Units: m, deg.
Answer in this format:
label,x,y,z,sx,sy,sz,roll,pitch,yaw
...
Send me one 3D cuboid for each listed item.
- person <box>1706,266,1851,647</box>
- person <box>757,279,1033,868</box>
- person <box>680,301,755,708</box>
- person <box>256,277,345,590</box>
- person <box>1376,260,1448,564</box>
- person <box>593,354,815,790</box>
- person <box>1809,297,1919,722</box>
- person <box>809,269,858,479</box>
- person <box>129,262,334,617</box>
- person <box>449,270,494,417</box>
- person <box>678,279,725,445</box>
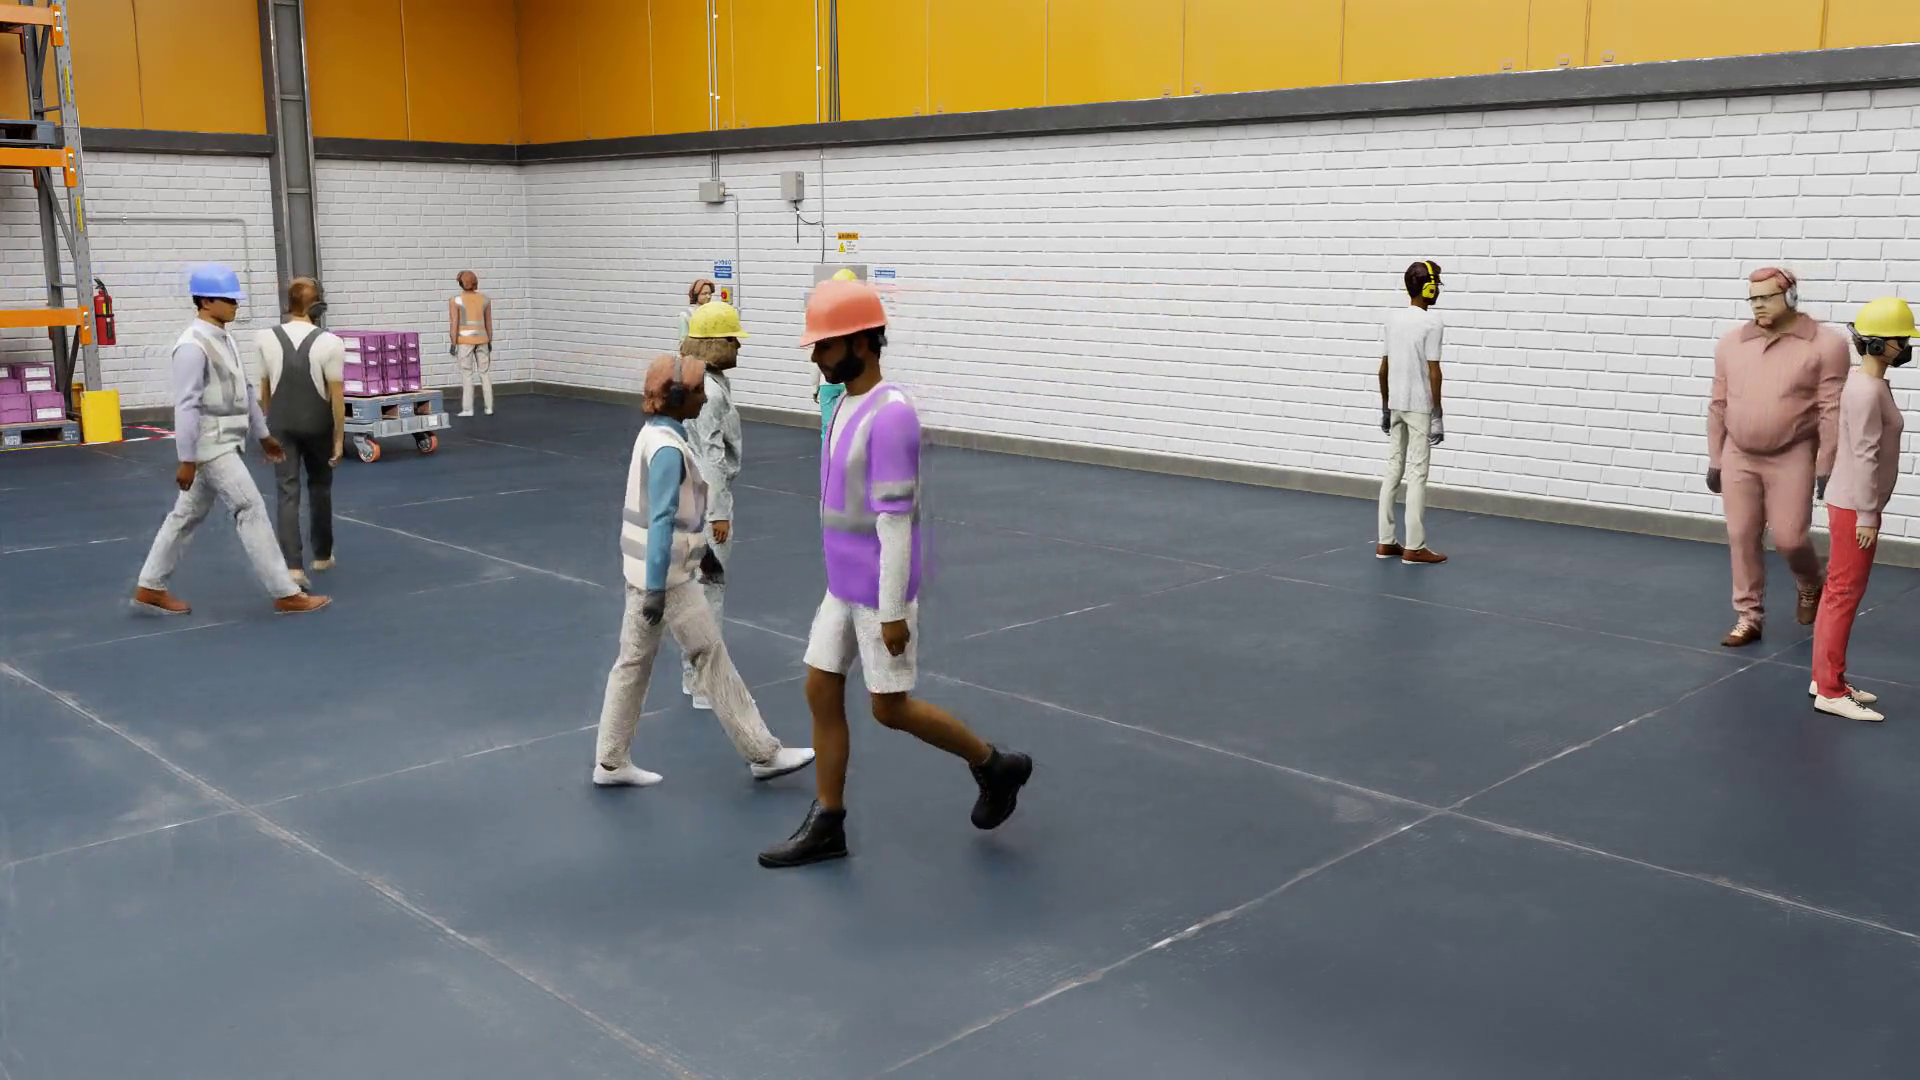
label,x,y,z,sx,sy,sz,roll,pitch,yaw
person,4.035,-0.407,8.227,0.578,1.882,0.647,-9,14,-42
person,-0.209,0.118,5.326,0.842,1.900,0.547,-4,11,-22
person,-1.054,-0.151,7.180,0.322,1.743,0.489,-3,11,-14
person,-3.792,-0.621,9.630,0.503,1.792,0.982,-2,11,-12
person,2.813,-0.791,10.323,0.325,1.871,0.516,-5,12,-27
person,-0.959,0.129,6.052,0.863,1.597,0.538,-3,11,-18
person,3.817,-0.132,7.018,0.313,1.768,0.528,5,11,25
person,-0.879,-1.167,12.659,0.533,1.767,0.323,3,11,15
person,-3.938,-0.506,8.743,1.035,1.897,0.609,-3,11,-13
person,-5.448,-2.187,18.573,0.522,1.636,0.310,-10,14,-43
person,-2.277,-1.475,14.681,0.315,1.640,0.515,7,13,35
